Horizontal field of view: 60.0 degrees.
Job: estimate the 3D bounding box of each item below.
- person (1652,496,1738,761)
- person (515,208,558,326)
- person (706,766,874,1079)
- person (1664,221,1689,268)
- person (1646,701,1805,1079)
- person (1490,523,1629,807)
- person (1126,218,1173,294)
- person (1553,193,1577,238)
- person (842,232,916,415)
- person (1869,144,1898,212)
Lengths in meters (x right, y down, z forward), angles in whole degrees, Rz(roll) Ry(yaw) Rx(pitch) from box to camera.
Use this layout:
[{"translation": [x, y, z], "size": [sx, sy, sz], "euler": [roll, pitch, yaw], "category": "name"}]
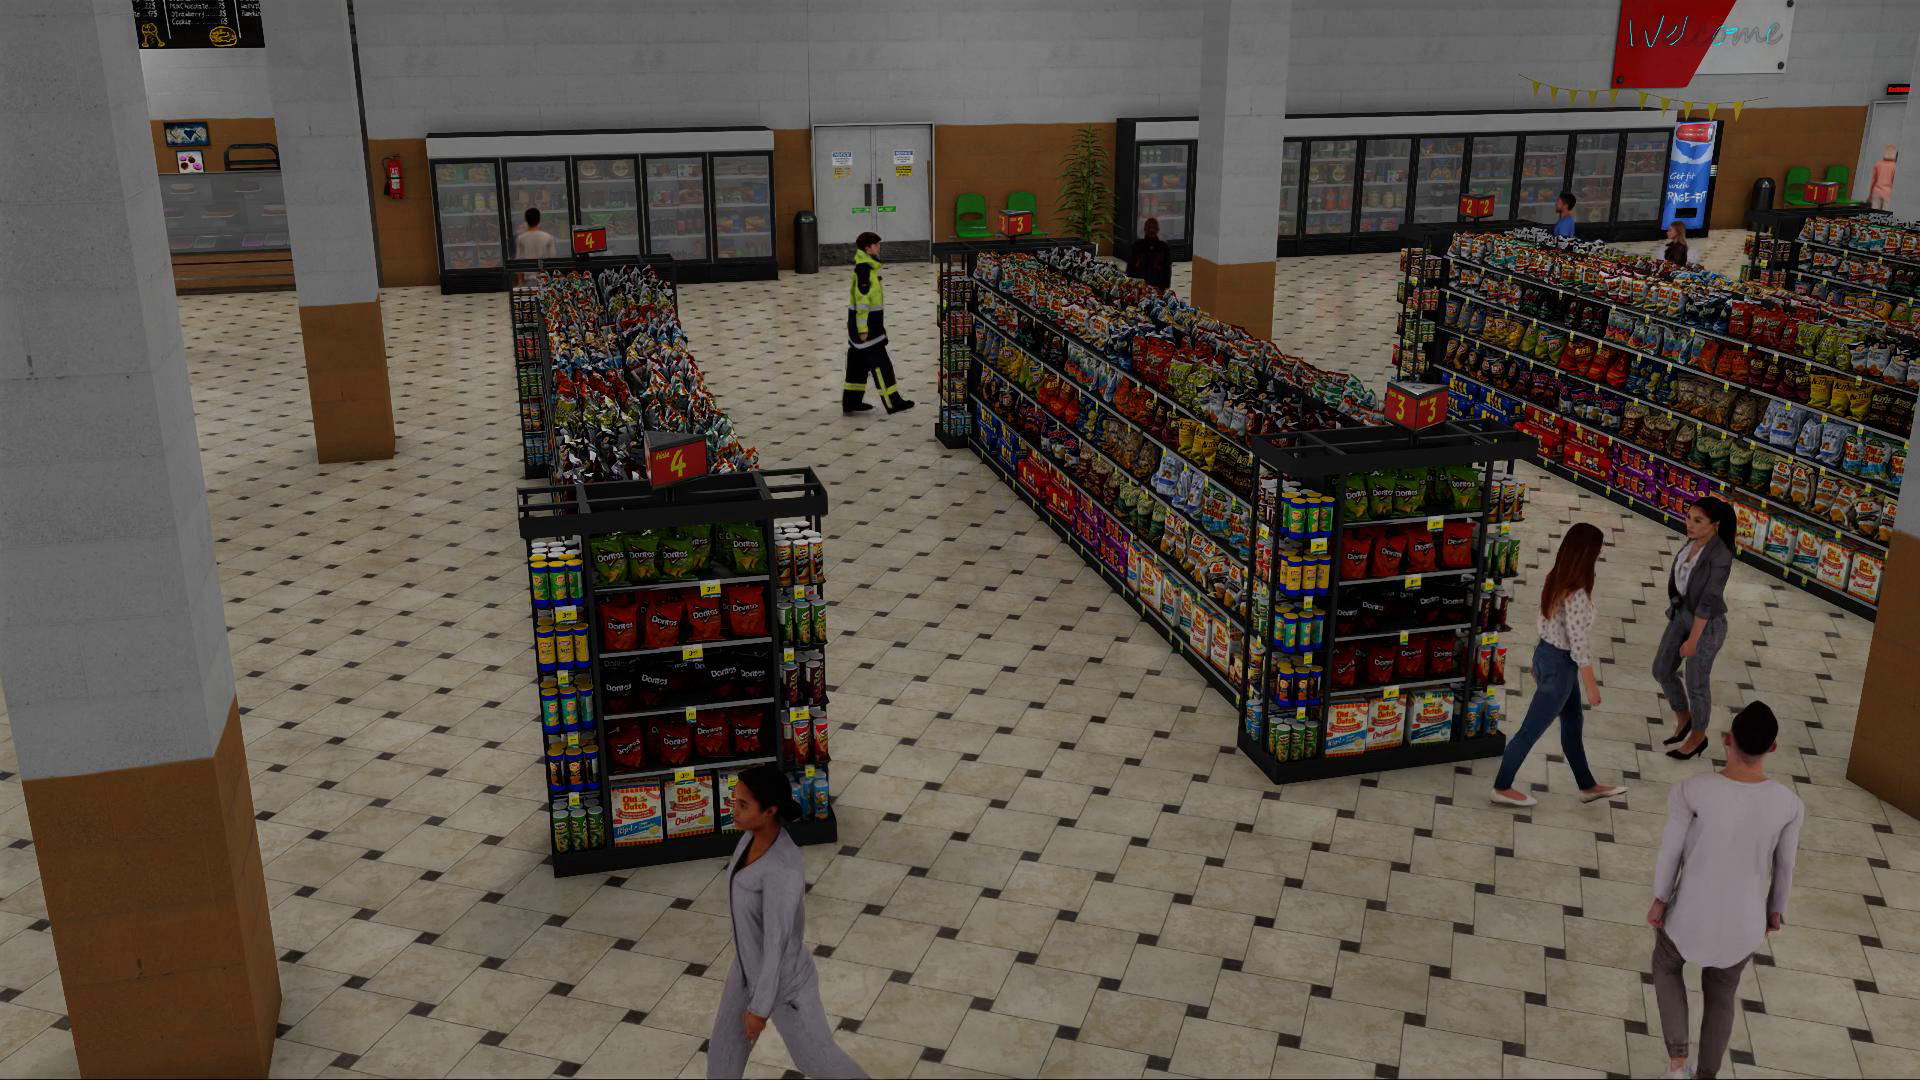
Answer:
[{"translation": [4.461, 0.537, 9.883], "size": [0.743, 1.659, 0.587], "euler": [-1, 19, -4], "category": "person"}, {"translation": [-5.292, -3.232, 20.841], "size": [0.711, 1.799, 0.689], "euler": [-1, 19, -3], "category": "person"}, {"translation": [-0.633, 1.675, 6.439], "size": [0.913, 1.703, 1.165], "euler": [-11, 21, -29], "category": "person"}, {"translation": [8.922, -3.070, 20.572], "size": [0.998, 1.664, 1.073], "euler": [5, 19, 14], "category": "person"}, {"translation": [3.049, 1.527, 6.681], "size": [0.817, 1.828, 0.844], "euler": [4, 19, 12], "category": "person"}, {"translation": [3.232, 0.734, 9.243], "size": [0.907, 1.694, 1.013], "euler": [3, 19, 7], "category": "person"}, {"translation": [2.261, -2.990, 20.094], "size": [0.829, 1.818, 0.889], "euler": [1, 19, 3], "category": "person"}, {"translation": [7.989, -3.603, 21.892], "size": [1.152, 1.831, 1.141], "euler": [9, 20, 24], "category": "person"}, {"translation": [-1.095, -2.307, 17.855], "size": [0.997, 1.955, 1.061], "euler": [0, 19, -1], "category": "person"}, {"translation": [16.490, -6.177, 29.738], "size": [0.993, 1.695, 1.025], "euler": [12, 22, 31], "category": "person"}]
